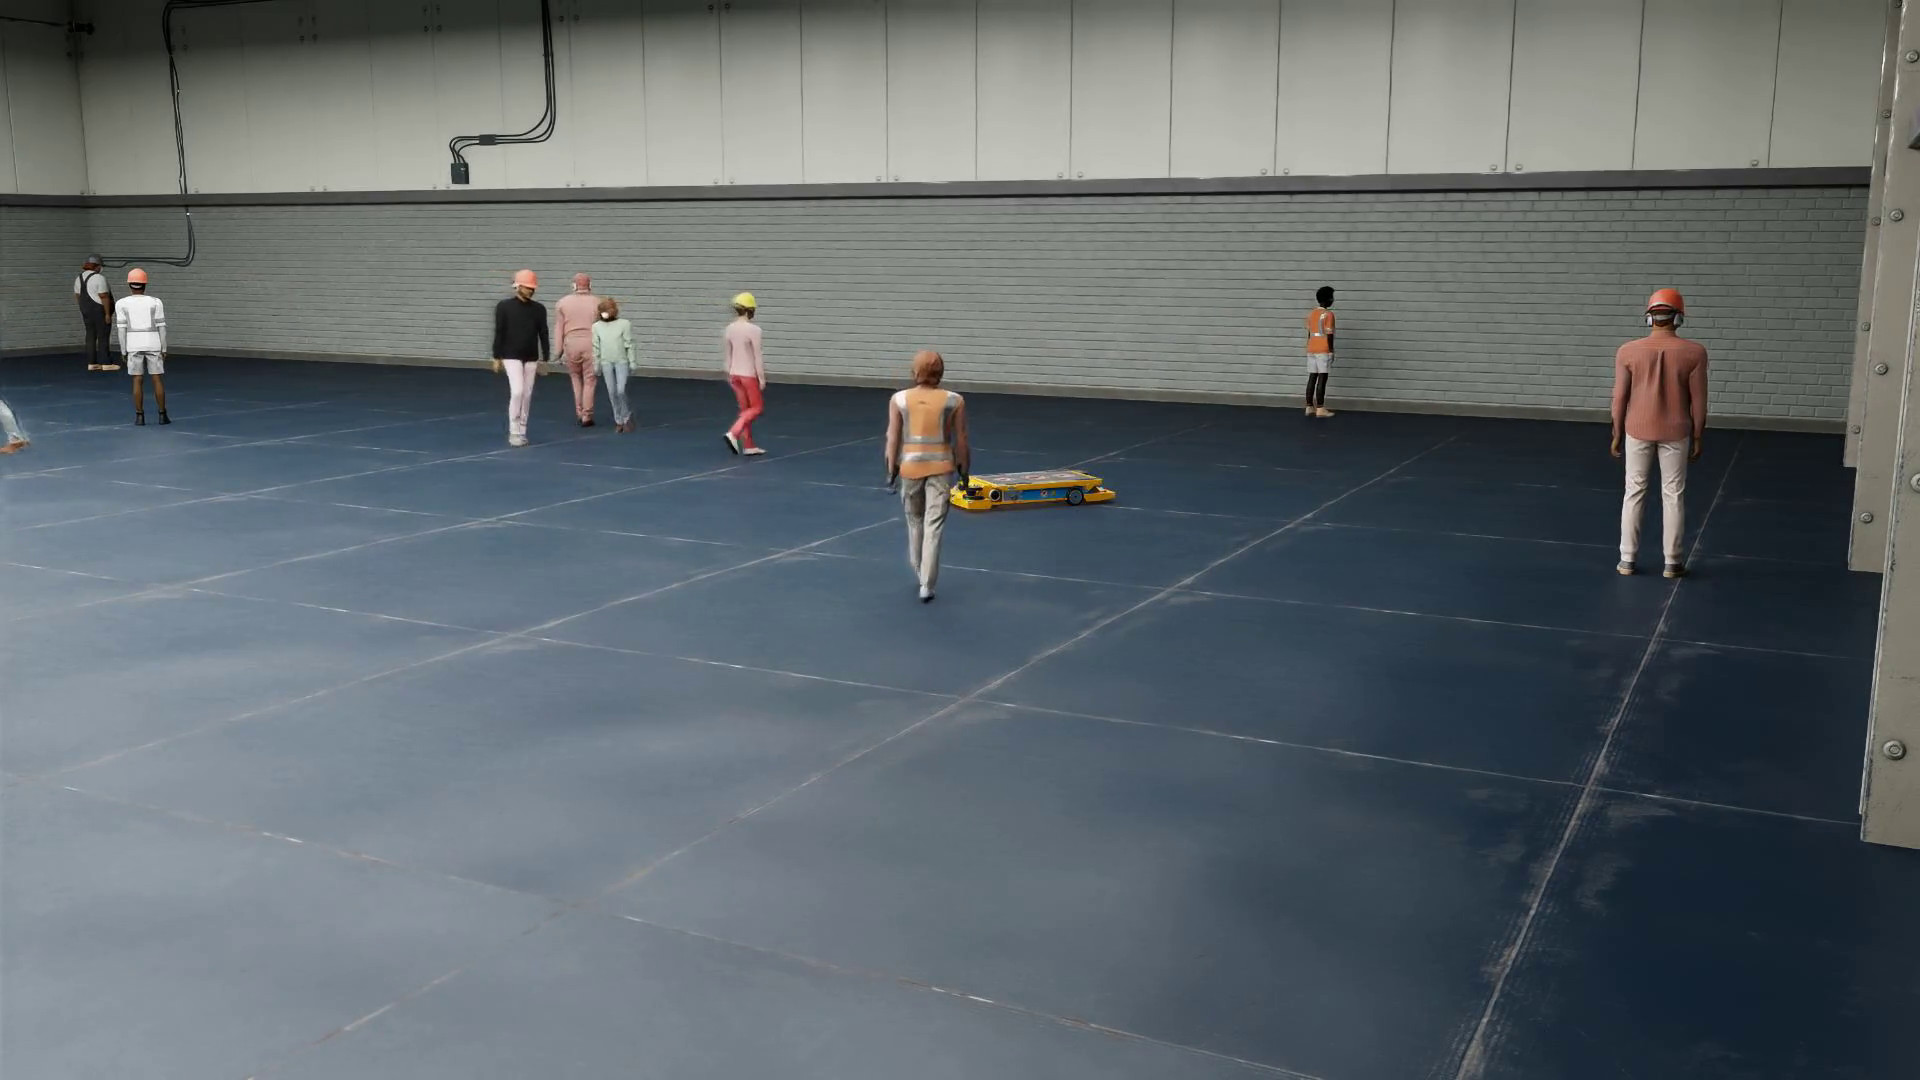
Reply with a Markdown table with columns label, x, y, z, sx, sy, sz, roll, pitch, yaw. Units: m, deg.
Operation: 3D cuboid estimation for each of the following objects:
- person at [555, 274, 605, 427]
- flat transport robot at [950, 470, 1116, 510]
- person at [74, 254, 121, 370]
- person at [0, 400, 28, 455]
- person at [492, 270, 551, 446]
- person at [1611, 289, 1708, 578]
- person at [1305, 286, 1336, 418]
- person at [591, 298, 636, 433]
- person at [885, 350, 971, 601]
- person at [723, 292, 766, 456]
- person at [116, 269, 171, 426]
| label | x | y | z | sx | sy | sz | roll | pitch | yaw |
| --- | --- | --- | --- | --- | --- | --- | --- | --- | --- |
| person | -4.648 | -2.352 | 20.629 | 0.694 | 1.867 | 0.782 | -1 | 10 | -5 |
| flat transport robot | 0.590 | -0.453 | 14.645 | 1.431 | 0.197 | 0.652 | -5 | 11 | -23 |
| person | -15.078 | -3.993 | 29.117 | 0.684 | 2.000 | 0.535 | 5 | 11 | 24 |
| person | -10.487 | -1.793 | 17.599 | 0.631 | 1.882 | 1.071 | 6 | 12 | 31 |
| person | -4.856 | -2.021 | 18.569 | 0.632 | 1.961 | 0.658 | -8 | 13 | -39 |
| person | 4.819 | -0.732 | 11.489 | 0.611 | 1.985 | 0.393 | 5 | 12 | 26 |
| person | 4.691 | -2.441 | 21.582 | 0.318 | 1.698 | 0.539 | -3 | 11 | -18 |
| person | -4.120 | -2.063 | 19.743 | 0.523 | 1.608 | 0.471 | 1 | 10 | 8 |
| person | -0.194 | -0.444 | 10.931 | 0.541 | 1.596 | 0.837 | 1 | 10 | 8 |
| person | -2.296 | -1.743 | 17.610 | 0.541 | 1.750 | 0.550 | 9 | 14 | 41 |
| person | -10.125 | -2.385 | 20.624 | 0.542 | 1.939 | 0.362 | -5 | 11 | -24 |
